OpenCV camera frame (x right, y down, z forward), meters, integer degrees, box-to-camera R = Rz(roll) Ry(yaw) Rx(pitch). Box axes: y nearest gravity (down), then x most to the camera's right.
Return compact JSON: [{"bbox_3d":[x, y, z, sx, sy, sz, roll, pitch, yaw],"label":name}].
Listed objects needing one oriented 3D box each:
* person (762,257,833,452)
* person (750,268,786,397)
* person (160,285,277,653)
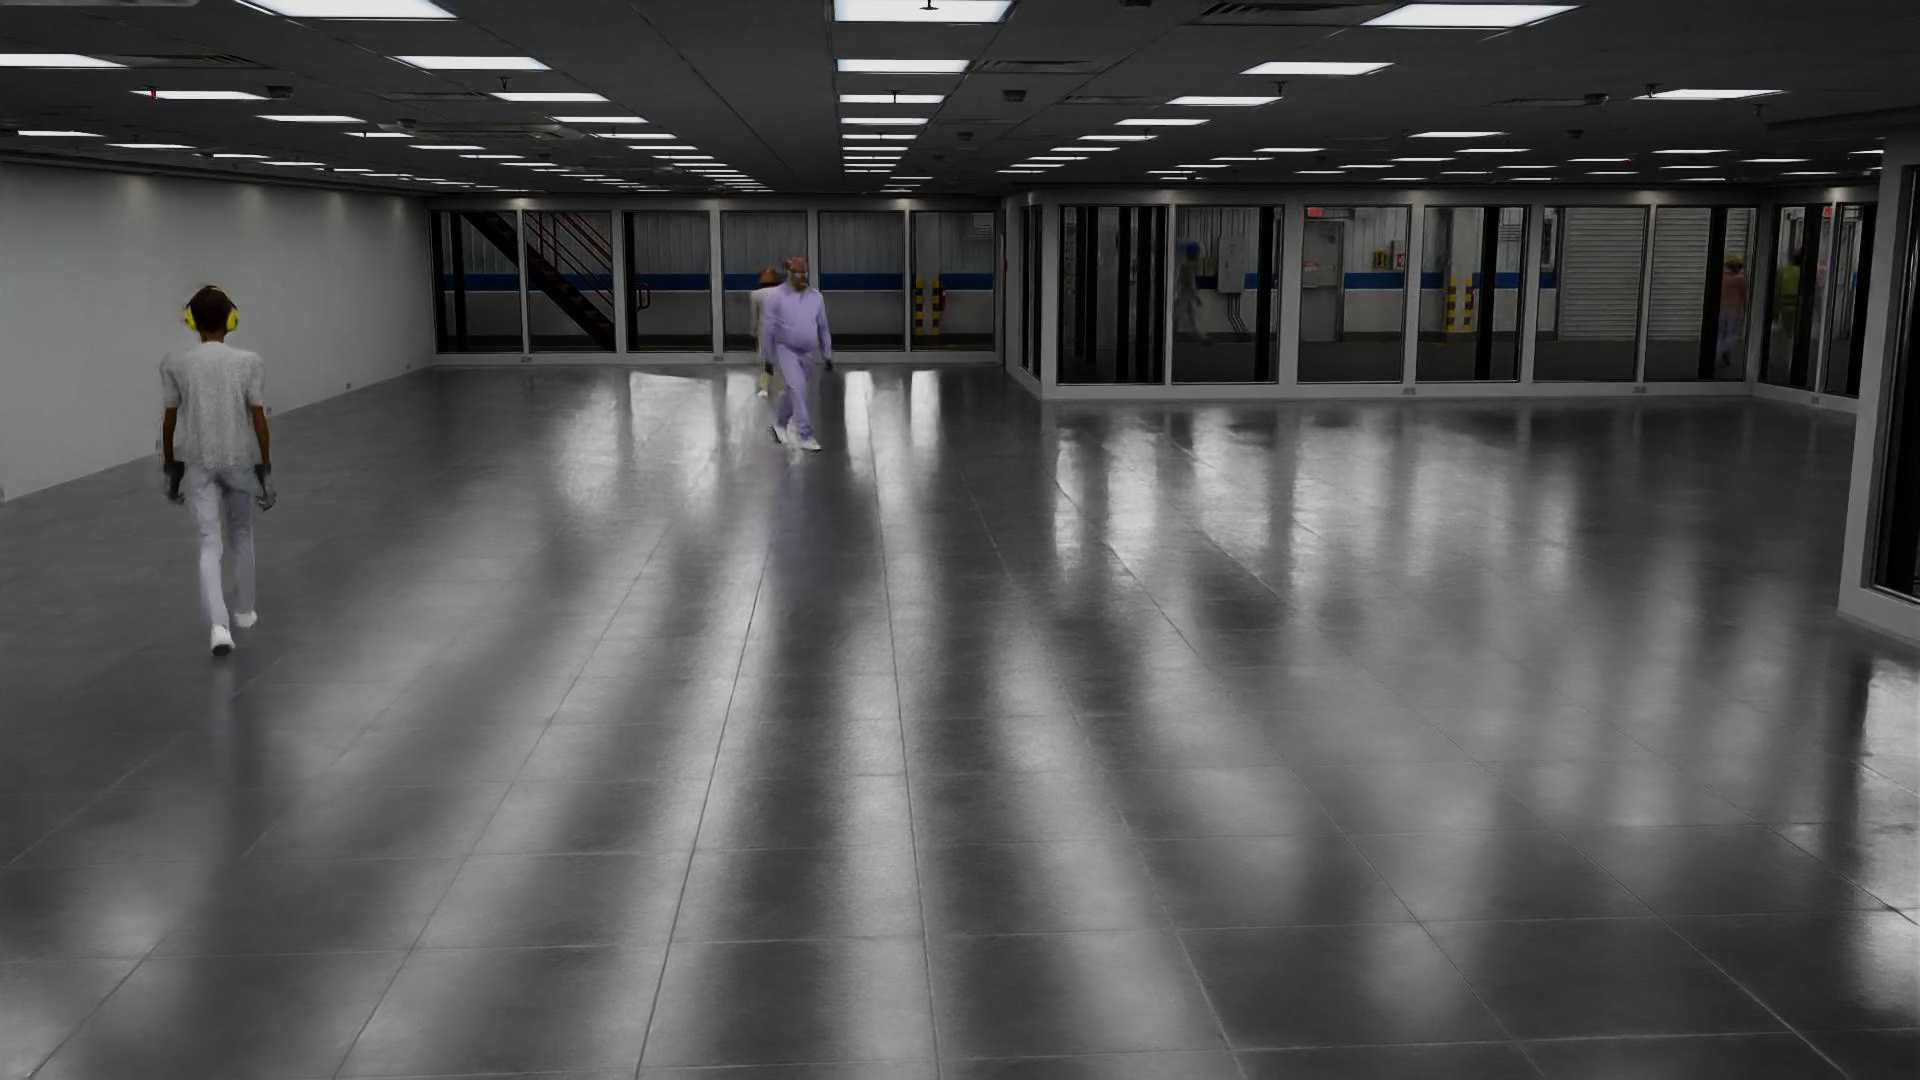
[{"bbox_3d":[-1.607,-1.817,16.155,0.645,1.855,1.027,-7,13,-35],"label":"person"},{"bbox_3d":[-2.406,-2.625,21.080,0.509,1.632,0.265,-4,11,-18],"label":"person"},{"bbox_3d":[-3.757,-0.368,8.413,0.535,1.832,0.953,-4,11,-20],"label":"person"}]
